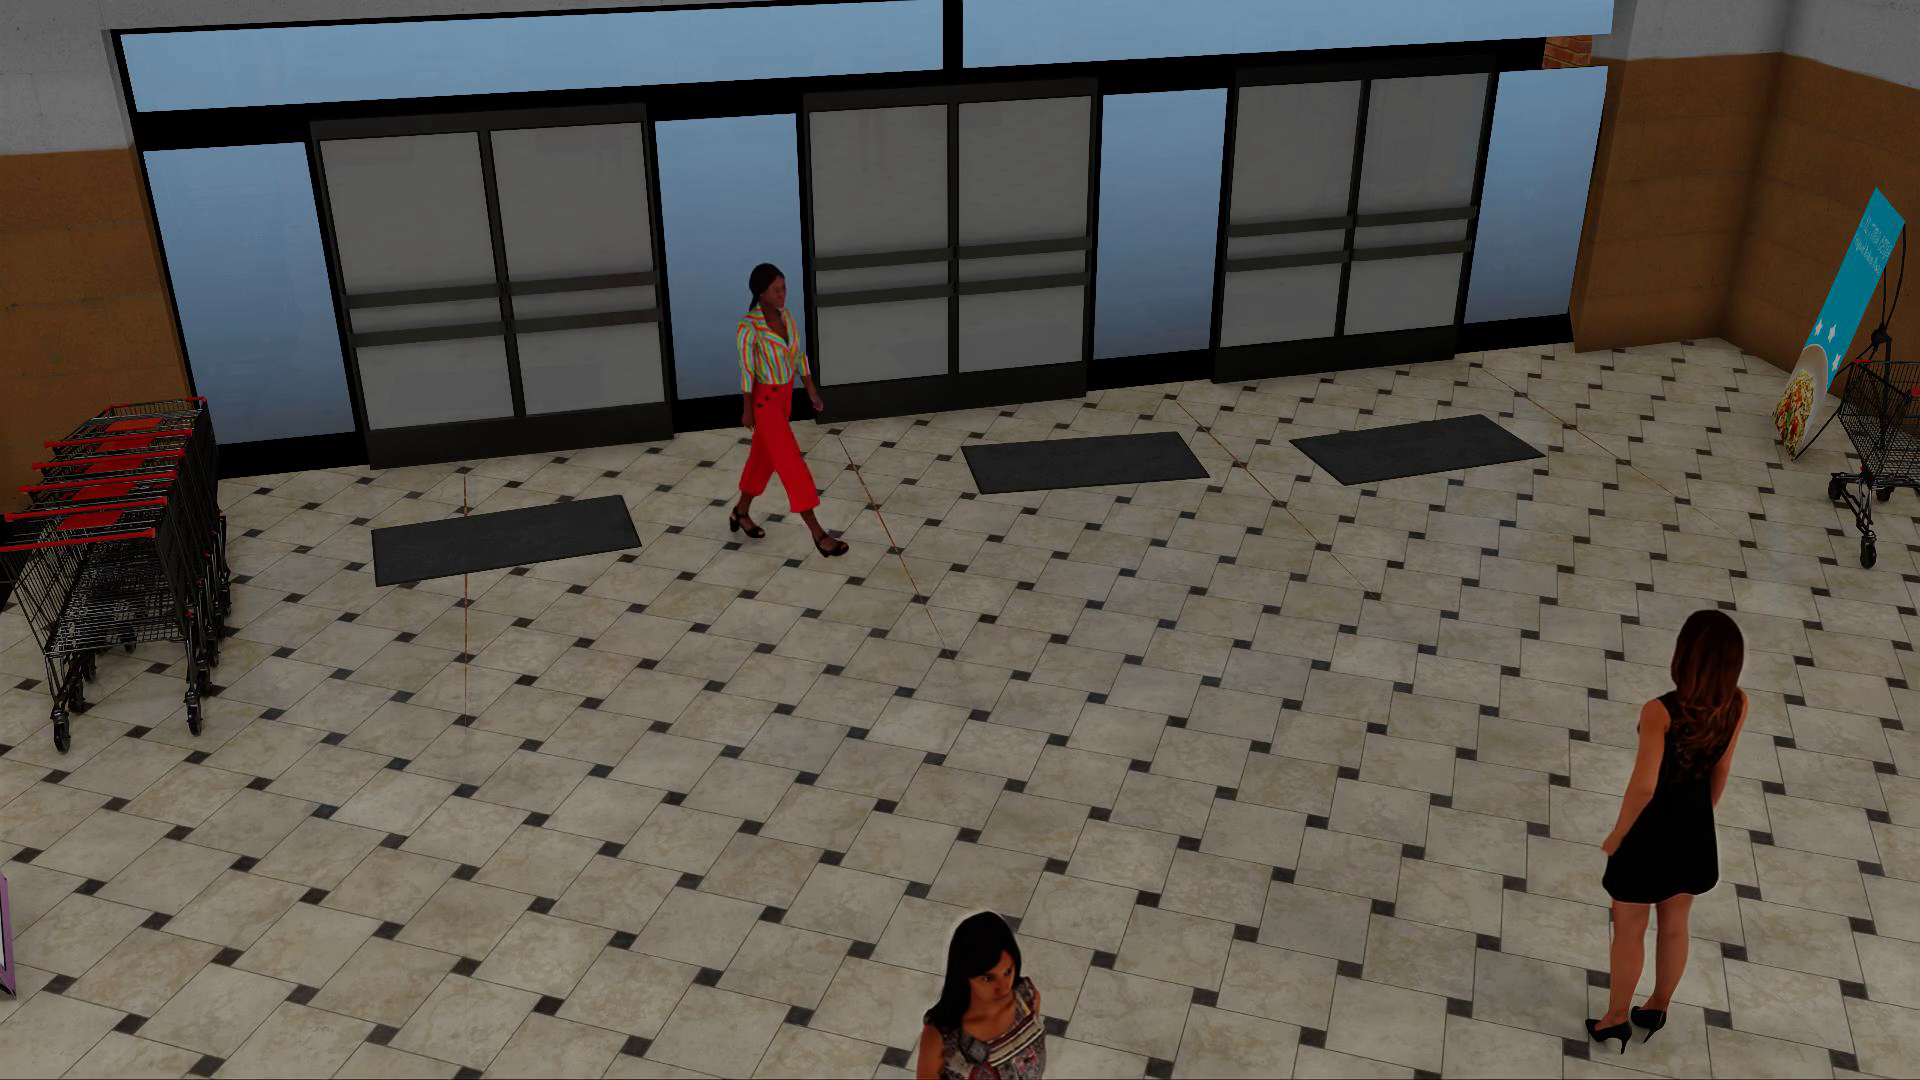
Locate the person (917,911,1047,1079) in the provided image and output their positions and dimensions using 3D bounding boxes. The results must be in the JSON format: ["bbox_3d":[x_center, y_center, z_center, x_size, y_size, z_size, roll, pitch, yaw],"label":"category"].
[{"bbox_3d":[0.064,1.751,4.836,0.716,1.645,0.662,-18,32,-32],"label":"person"}]

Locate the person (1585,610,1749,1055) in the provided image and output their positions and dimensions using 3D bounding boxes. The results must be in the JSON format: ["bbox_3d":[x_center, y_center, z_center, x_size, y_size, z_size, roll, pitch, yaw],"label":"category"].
[{"bbox_3d":[2.525,1.071,5.968,0.572,1.834,0.507,-7,28,-14],"label":"person"}]

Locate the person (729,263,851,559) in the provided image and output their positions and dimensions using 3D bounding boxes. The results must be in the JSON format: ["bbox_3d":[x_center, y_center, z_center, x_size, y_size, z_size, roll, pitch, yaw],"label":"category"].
[{"bbox_3d":[-1.157,-0.741,9.641,1.134,1.742,1.076,14,30,26],"label":"person"}]
